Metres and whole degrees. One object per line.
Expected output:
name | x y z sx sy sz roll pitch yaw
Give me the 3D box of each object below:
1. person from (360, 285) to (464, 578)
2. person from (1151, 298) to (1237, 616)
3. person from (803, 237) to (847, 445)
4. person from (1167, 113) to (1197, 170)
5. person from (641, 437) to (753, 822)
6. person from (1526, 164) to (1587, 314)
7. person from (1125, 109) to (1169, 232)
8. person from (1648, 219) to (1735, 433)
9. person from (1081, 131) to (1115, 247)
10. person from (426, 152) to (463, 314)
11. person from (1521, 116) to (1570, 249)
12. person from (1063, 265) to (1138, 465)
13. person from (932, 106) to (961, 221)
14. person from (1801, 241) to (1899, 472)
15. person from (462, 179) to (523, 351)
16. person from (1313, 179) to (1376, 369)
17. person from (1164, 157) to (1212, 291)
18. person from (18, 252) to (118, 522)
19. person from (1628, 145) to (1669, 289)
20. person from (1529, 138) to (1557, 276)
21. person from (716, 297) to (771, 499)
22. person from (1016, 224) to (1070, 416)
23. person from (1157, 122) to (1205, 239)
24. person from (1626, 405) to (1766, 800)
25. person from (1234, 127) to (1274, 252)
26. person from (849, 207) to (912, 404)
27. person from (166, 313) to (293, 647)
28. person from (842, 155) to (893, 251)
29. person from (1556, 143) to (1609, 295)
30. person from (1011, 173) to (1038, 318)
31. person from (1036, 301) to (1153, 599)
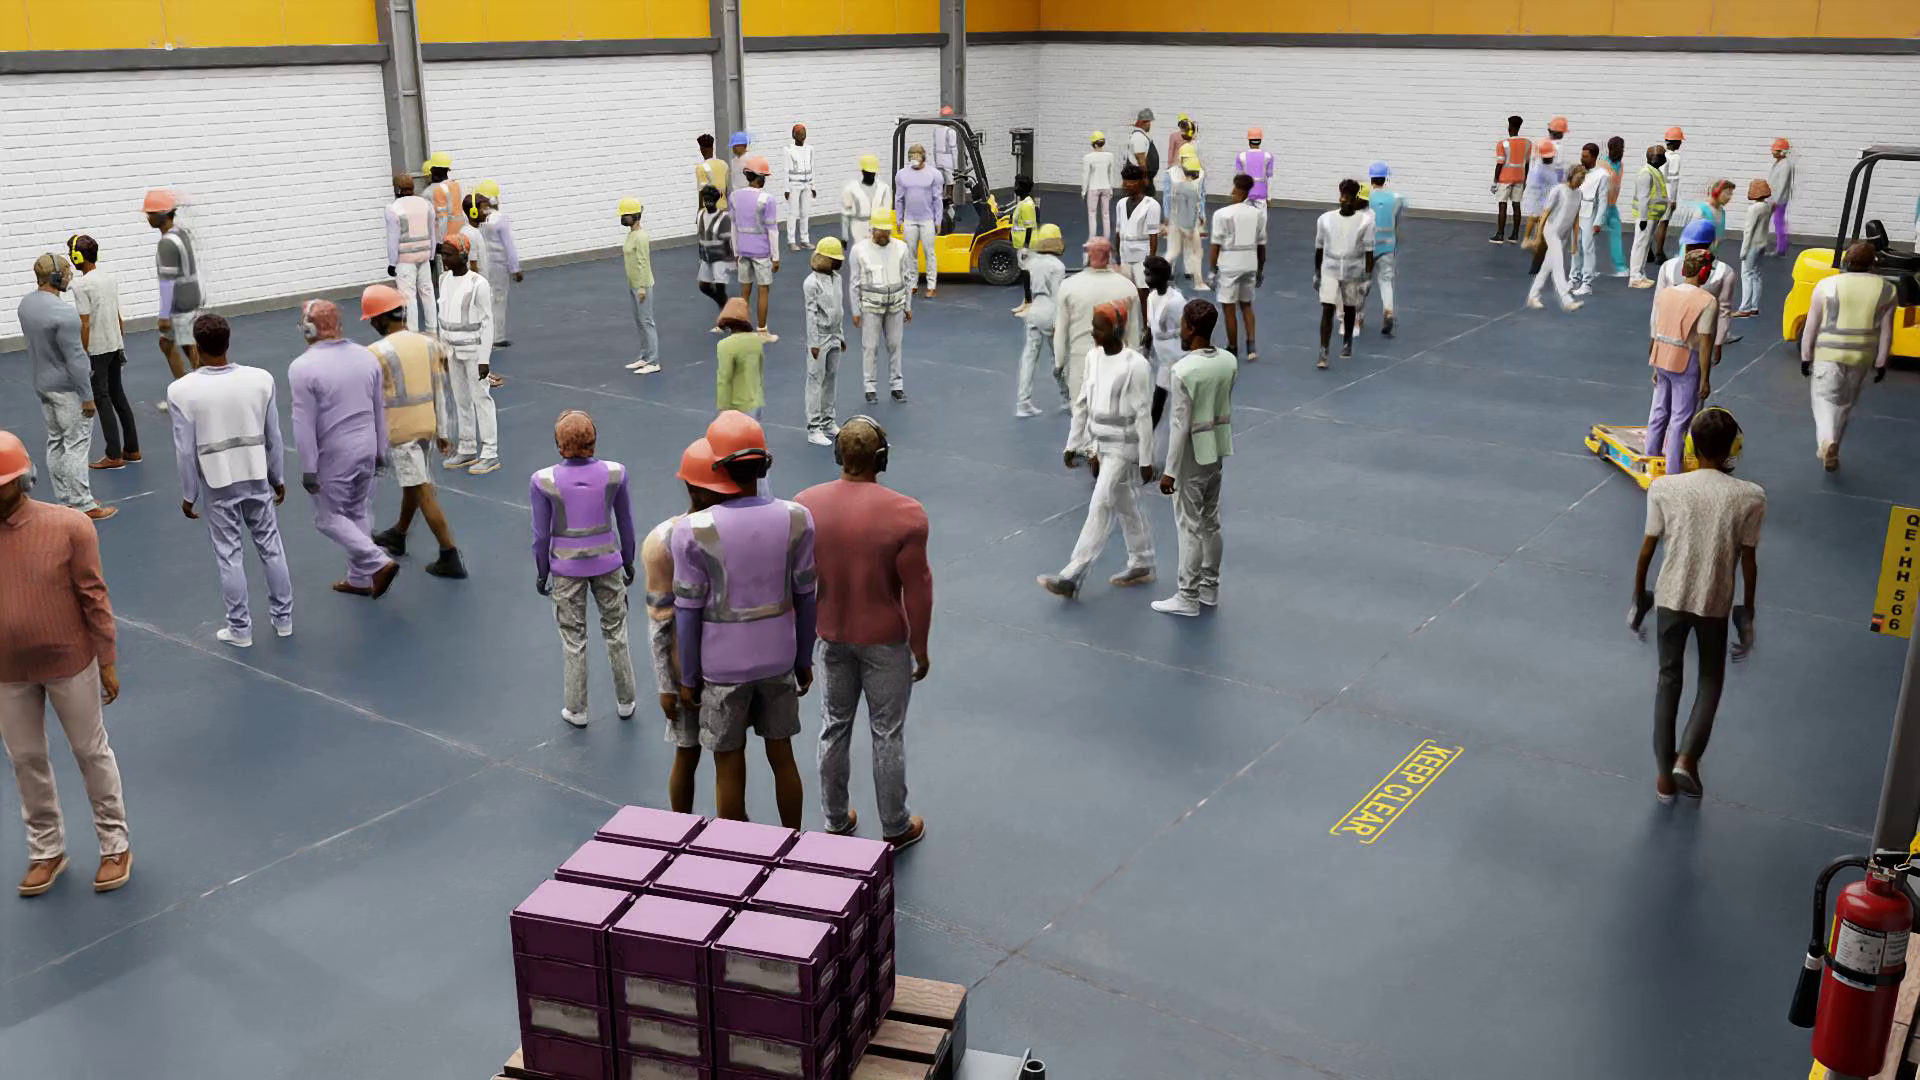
person | -3.607 -0.709 10.745 0.959 1.870 0.544 8 19 23
person | 1.425 -0.487 9.978 0.391 1.919 0.591 14 22 37
person | -1.111 -1.679 14.003 0.315 1.736 0.483 10 20 27
person | 3.971 -6.735 29.789 0.531 1.755 0.343 -3 18 -10
person | -1.009 0.509 6.852 0.546 1.930 0.390 -15 23 -39
person | 7.252 -3.614 19.998 0.584 1.770 0.968 -11 21 -31
person | 3.047 -5.987 26.983 0.978 2.000 0.695 4 18 14
person | 5.918 -1.637 13.531 0.605 1.944 0.403 13 22 35
person | 2.115 -5.372 25.507 0.530 1.766 0.318 -7 19 -21
person | -6.095 -3.632 19.795 0.361 1.928 0.594 2 18 6
person | 8.835 -5.354 25.050 0.432 2.022 0.647 -7 19 -22
person | 1.114 -1.396 13.313 0.741 1.605 0.506 4 18 14
person | -0.226 -6.463 28.632 0.351 1.942 0.547 -17 24 -42
person | 6.986 -1.437 13.123 0.629 1.818 0.802 4 18 13
person | -4.987 -2.933 17.794 0.597 1.812 0.427 11 21 32
person | 3.934 -2.752 17.082 0.609 1.919 1.010 5 18 16
person | 2.865 -4.065 21.483 0.849 1.737 0.534 -7 19 -20
person | -6.333 -1.063 11.773 0.636 1.928 0.387 12 21 34
person | 9.058 -4.249 21.864 0.429 1.846 0.632 11 21 31
person | 8.002 -4.512 22.637 0.457 1.875 0.628 12 21 34
person | -1.508 -0.907 11.809 0.435 1.598 0.543 6 19 19
person | 0.803 -1.993 15.039 0.839 1.688 0.506 -16 24 -41
person | 3.522 -5.685 26.384 0.911 1.822 0.519 -1 18 -2
person | 3.347 0.306 7.608 0.545 1.847 0.399 9 20 26
person | 4.236 -4.996 24.089 0.557 1.924 0.433 3 18 8
person | -0.723 -2.165 15.391 0.601 1.821 0.403 -7 19 -21
person | -4.139 -0.328 9.482 0.590 1.919 0.395 -15 23 -40
person | -1.092 -3.703 20.125 0.590 1.860 1.000 -8 19 -23
person | 8.021 -4.110 21.312 0.377 1.916 0.600 -6 19 -17
person | 0.763 -3.489 19.725 0.318 1.695 0.539 -1 18 -3
person | 0.844 -0.551 10.298 0.951 1.837 0.608 -9 20 -25
